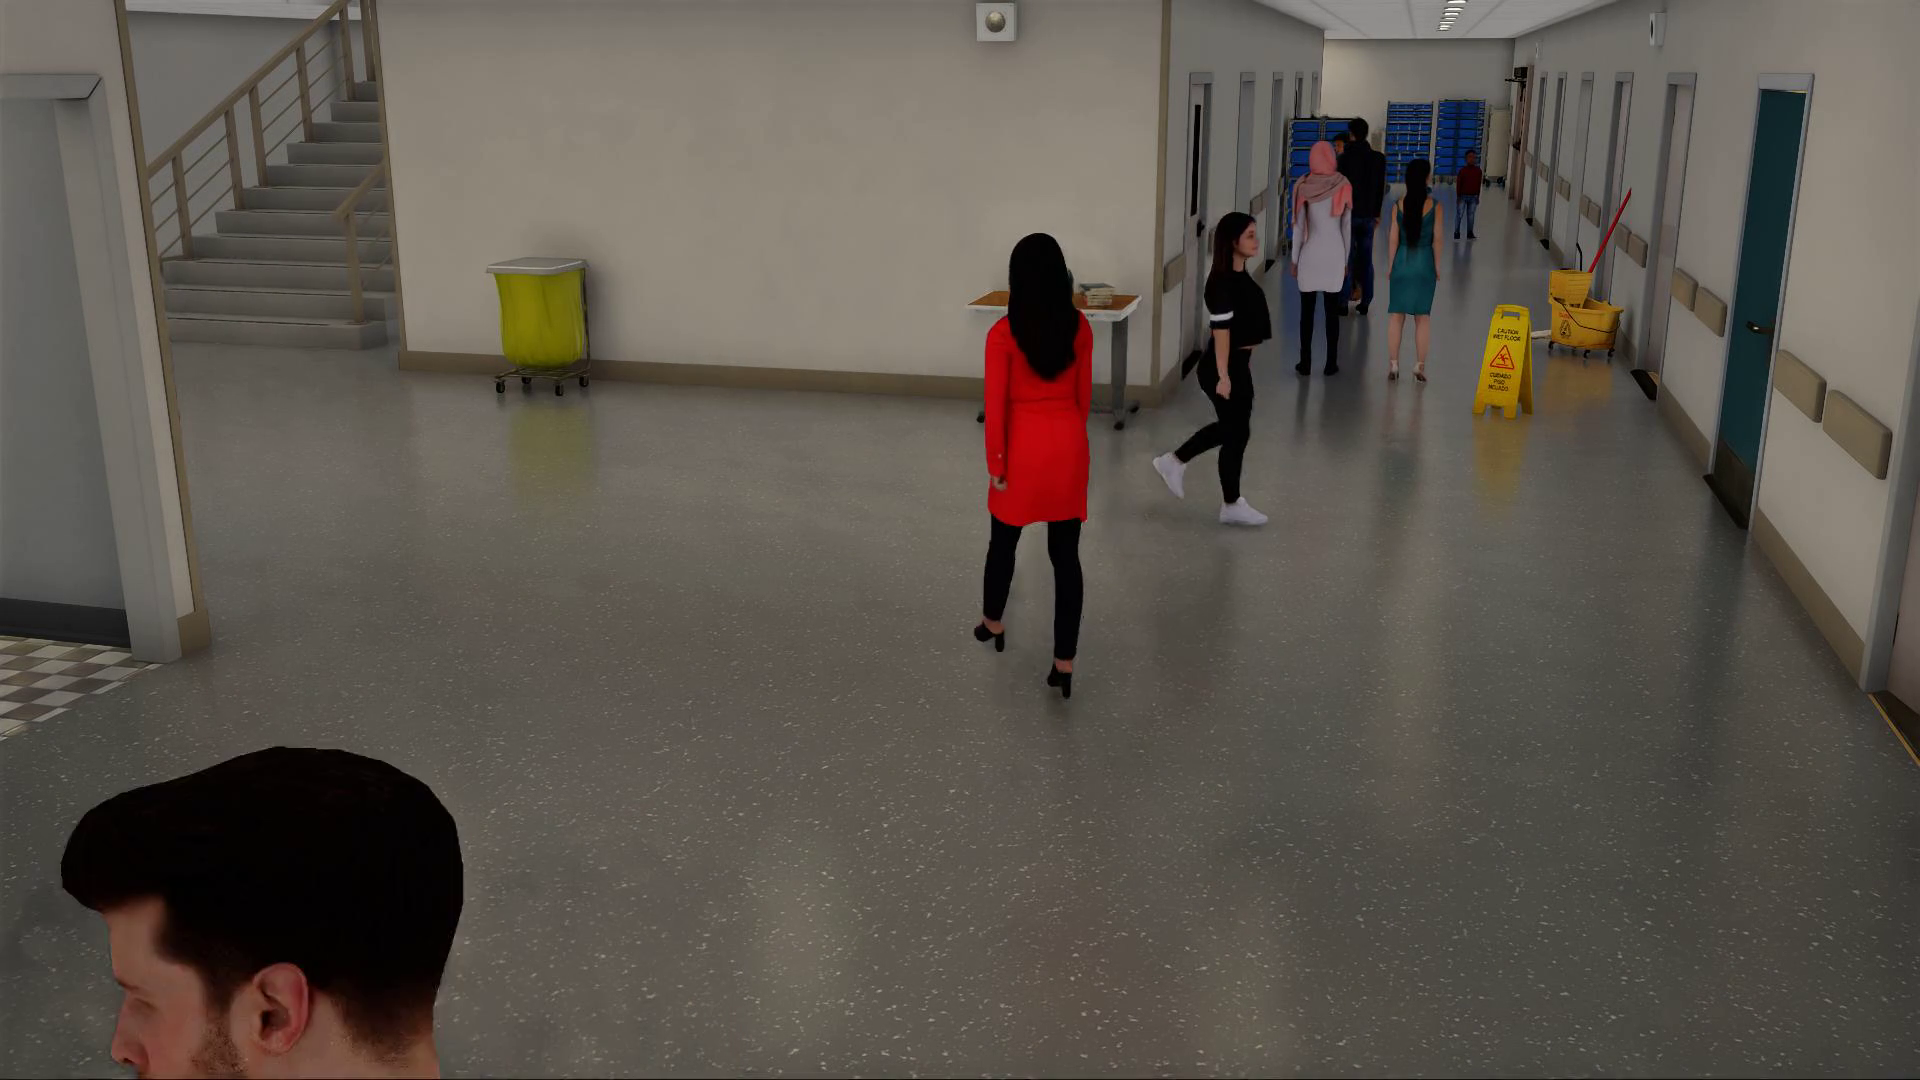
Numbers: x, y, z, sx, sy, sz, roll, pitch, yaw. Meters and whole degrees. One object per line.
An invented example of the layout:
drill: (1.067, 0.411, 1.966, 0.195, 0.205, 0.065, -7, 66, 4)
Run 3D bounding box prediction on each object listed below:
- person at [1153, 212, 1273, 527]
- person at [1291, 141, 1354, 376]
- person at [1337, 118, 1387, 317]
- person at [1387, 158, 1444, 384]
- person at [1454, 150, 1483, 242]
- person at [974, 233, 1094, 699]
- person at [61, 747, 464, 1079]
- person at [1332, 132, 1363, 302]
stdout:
person: (1.328, -0.875, 8.638, 0.749, 1.626, 0.851, 7, 17, 24)
person: (2.825, -2.198, 13.008, 0.644, 1.802, 0.605, 2, 16, 8)
person: (3.871, -3.150, 16.217, 0.759, 1.893, 0.754, -4, 16, -14)
person: (3.449, -2.043, 12.661, 0.563, 1.692, 0.501, 6, 17, 20)
person: (7.190, -4.889, 23.559, 0.559, 1.256, 0.569, -1, 16, -3)
person: (0.348, -0.246, 6.236, 0.920, 1.719, 1.050, -5, 16, -16)
person: (-0.328, 1.067, 1.286, 0.974, 1.879, 0.857, 10, 19, 32)
person: (4.044, -3.288, 16.976, 0.894, 1.704, 0.842, -13, 21, -40)
